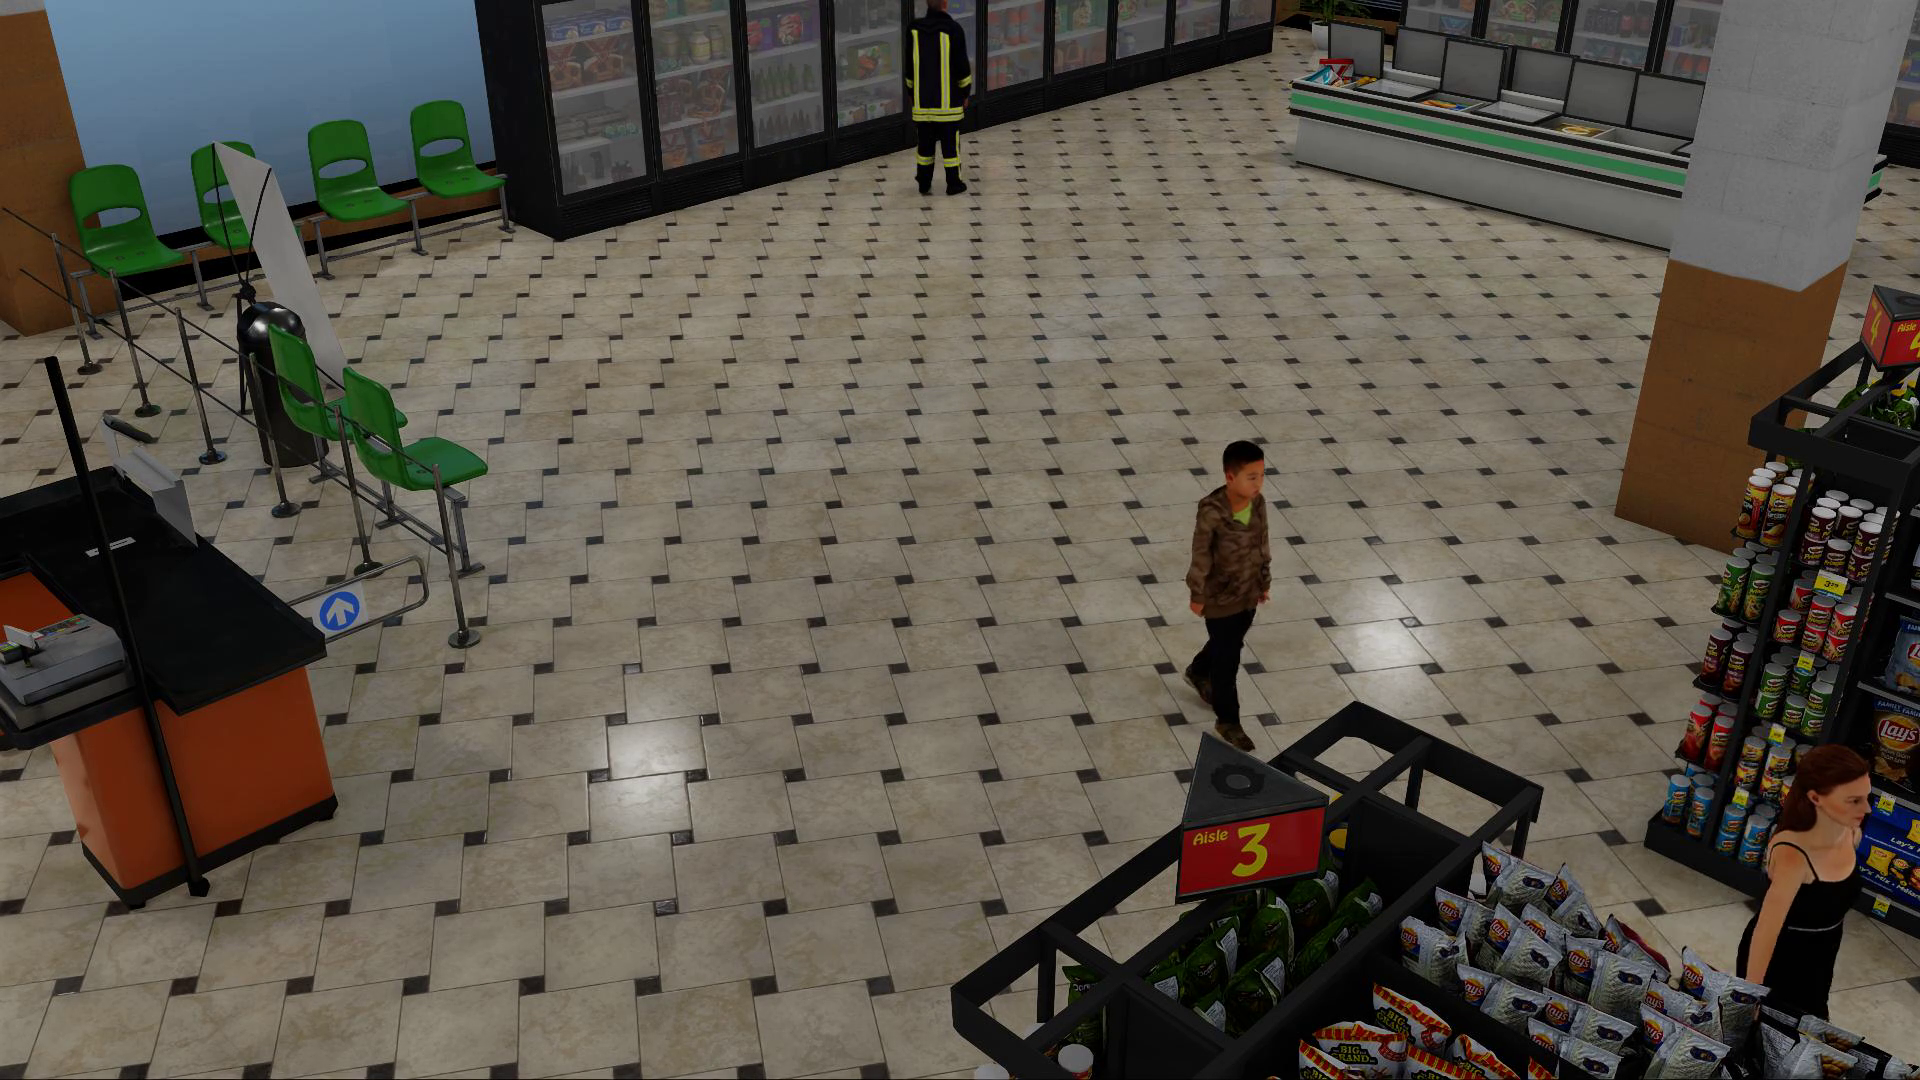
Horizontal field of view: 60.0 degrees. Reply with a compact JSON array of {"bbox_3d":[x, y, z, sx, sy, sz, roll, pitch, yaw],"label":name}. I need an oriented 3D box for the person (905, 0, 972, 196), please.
[{"bbox_3d":[-0.205,-4.039,14.897,0.813,1.862,0.935,9,30,16],"label":"person"}]

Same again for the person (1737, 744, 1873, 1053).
[{"bbox_3d":[2.570,1.317,5.340,0.640,1.619,0.733,-18,33,-30],"label":"person"}]

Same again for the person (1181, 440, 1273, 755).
[{"bbox_3d":[1.193,0.200,7.574,0.664,1.439,0.874,-19,34,-31],"label":"person"}]
